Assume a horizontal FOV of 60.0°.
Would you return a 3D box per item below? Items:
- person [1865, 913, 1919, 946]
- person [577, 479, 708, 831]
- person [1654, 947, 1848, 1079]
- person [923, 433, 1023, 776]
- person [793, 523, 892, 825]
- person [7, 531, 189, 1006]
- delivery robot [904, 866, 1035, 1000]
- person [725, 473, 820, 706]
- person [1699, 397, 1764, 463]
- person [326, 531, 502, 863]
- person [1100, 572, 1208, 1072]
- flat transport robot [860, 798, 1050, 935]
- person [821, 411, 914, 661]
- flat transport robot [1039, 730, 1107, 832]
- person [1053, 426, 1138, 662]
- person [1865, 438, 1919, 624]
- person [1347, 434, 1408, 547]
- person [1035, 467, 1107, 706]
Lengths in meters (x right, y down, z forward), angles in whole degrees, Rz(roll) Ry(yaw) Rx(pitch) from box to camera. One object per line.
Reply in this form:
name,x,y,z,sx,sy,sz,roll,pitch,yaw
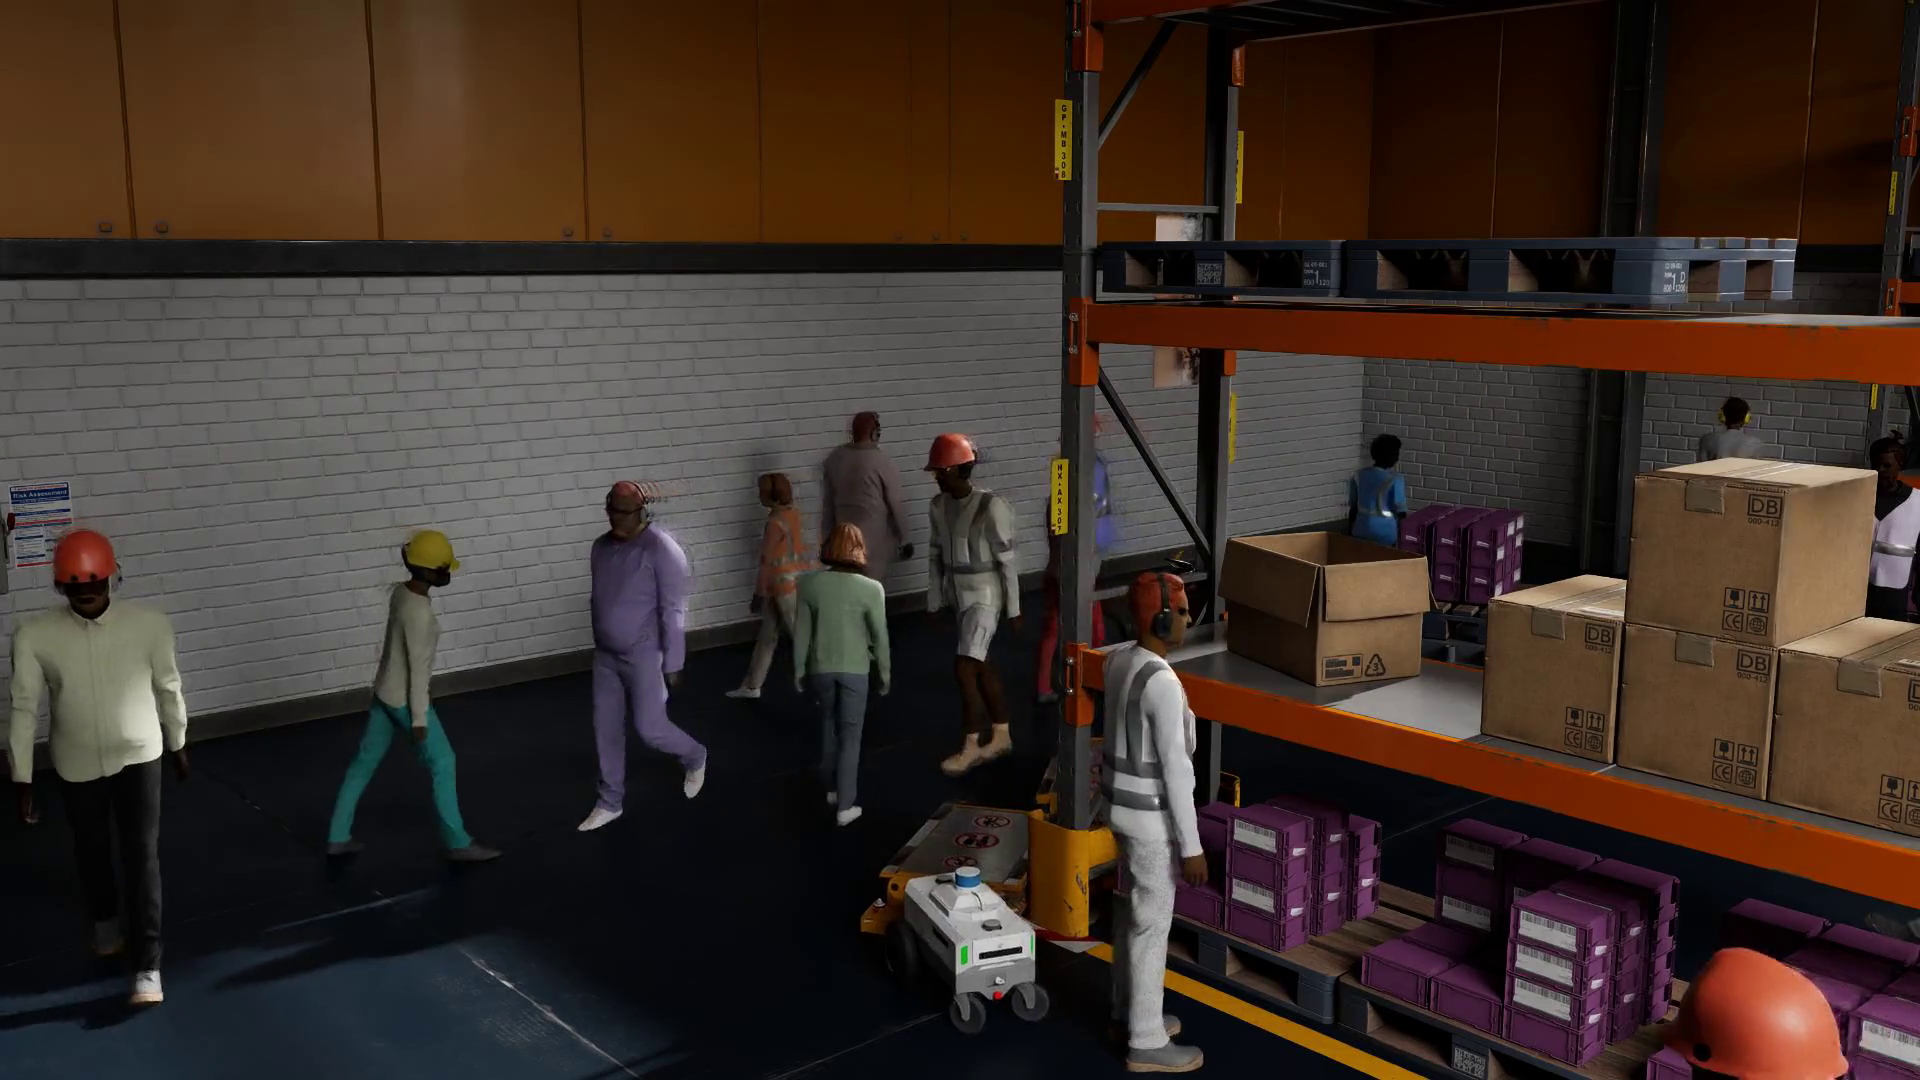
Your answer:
person,4.419,0.956,6.890,1.020,1.826,0.599,7,12,35
person,-1.694,0.597,8.901,0.674,1.887,0.723,6,12,33
person,1.355,1.618,2.902,0.553,1.877,1.024,-4,10,-22
person,0.029,0.368,9.811,0.773,2.002,0.625,-7,12,-37
person,-0.618,0.704,8.991,0.522,1.614,0.513,3,10,15
person,-3.593,0.900,6.952,0.652,1.934,1.044,-4,11,-24
delivery robot,0.032,1.571,6.749,0.477,0.478,0.707,-4,10,-21
person,-1.161,0.336,11.224,0.869,1.594,0.535,1,10,6
person,6.482,-0.273,14.026,0.564,1.852,0.435,4,10,21
person,-2.794,0.791,8.269,0.805,1.694,0.577,-6,11,-29
person,0.709,1.048,6.211,0.359,1.883,0.579,-2,10,-14
flat transport robot,0.067,1.555,7.950,0.652,0.197,1.431,3,10,16
person,-0.656,-0.028,12.523,0.663,1.881,0.733,7,12,37
flat transport robot,0.820,1.339,9.216,0.652,0.197,1.431,2,10,11
person,1.009,-0.011,12.339,0.589,1.906,0.555,0,10,-2
person,5.748,0.307,10.439,0.597,1.916,0.371,7,12,36
person,3.286,-0.023,13.190,0.870,1.642,0.527,-5,11,-26
person,0.834,0.250,11.309,0.792,1.727,0.538,-7,12,-36
